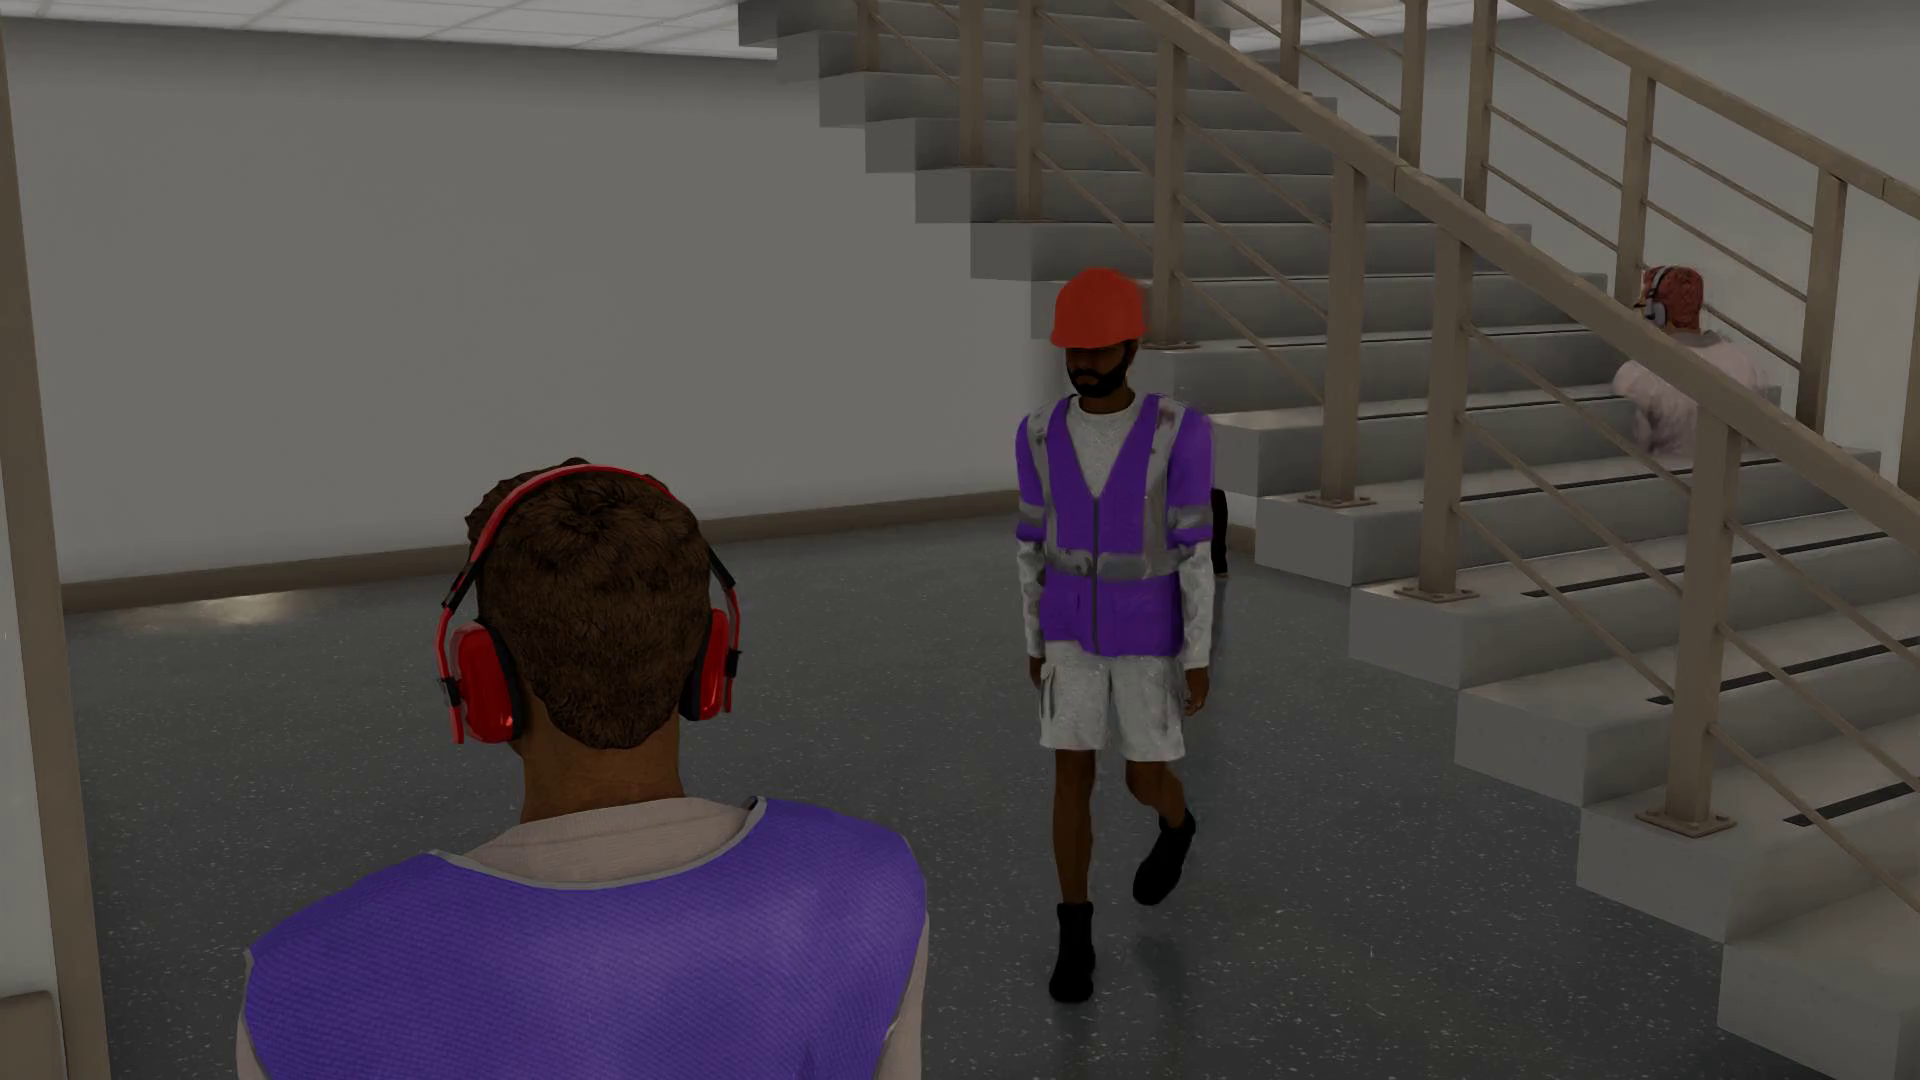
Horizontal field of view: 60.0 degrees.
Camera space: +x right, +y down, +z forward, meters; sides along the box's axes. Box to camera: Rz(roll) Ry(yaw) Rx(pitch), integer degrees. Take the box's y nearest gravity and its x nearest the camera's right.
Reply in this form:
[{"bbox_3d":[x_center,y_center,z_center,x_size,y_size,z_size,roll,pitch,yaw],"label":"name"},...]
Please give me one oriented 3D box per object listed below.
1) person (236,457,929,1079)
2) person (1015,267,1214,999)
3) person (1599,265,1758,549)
[{"bbox_3d":[-0.278,0.851,1.428,0.560,1.837,0.392,-7,13,-31],"label":"person"},{"bbox_3d":[0.438,0.224,4.491,0.562,1.920,0.706,4,12,22],"label":"person"},{"bbox_3d":[2.619,-0.048,6.051,0.647,1.880,0.701,-4,12,-21],"label":"person"}]
